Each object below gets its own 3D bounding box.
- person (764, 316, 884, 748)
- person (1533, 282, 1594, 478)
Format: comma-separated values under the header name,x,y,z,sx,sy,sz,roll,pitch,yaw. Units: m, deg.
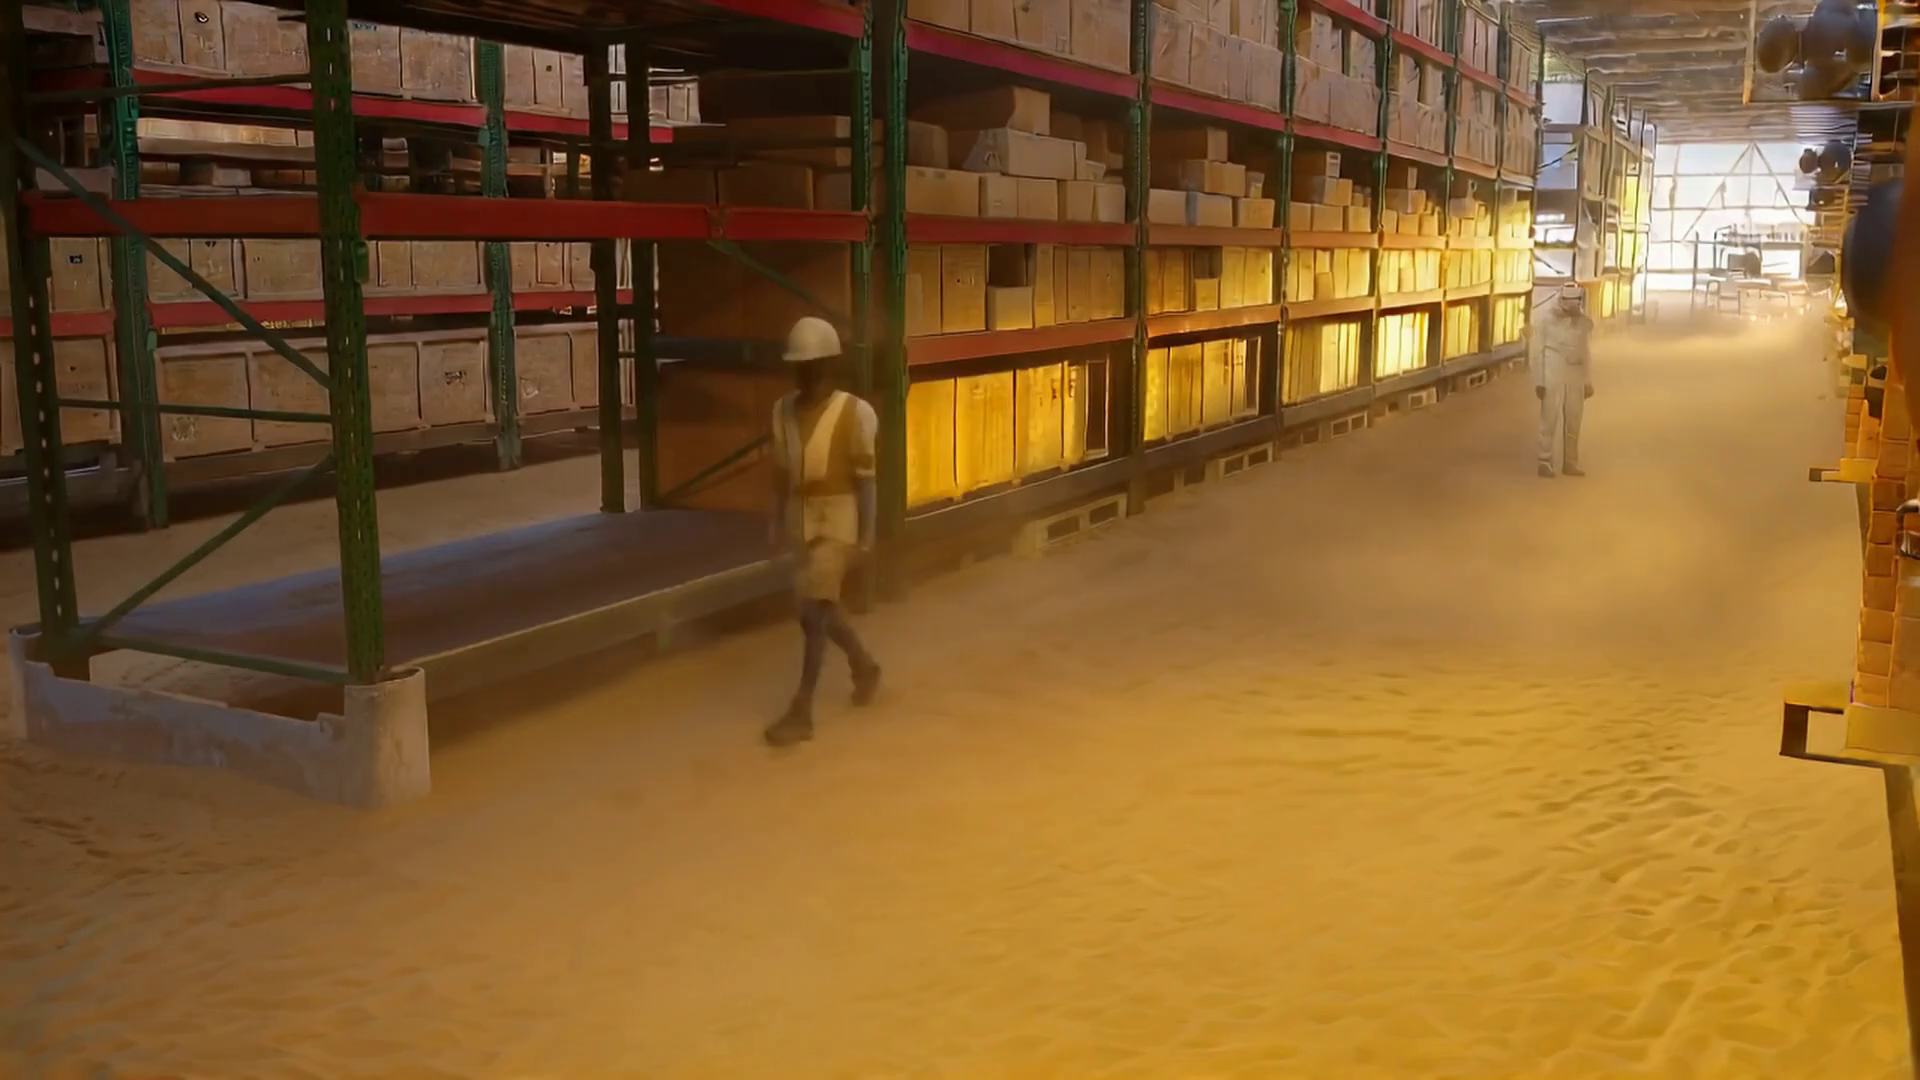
name,x,y,z,sx,sy,sz,roll,pitch,yaw
person,-0.609,-0.073,7.606,0.556,1.907,0.913,6,11,31
person,5.876,-1.548,16.174,0.657,1.893,0.400,-3,10,-17
